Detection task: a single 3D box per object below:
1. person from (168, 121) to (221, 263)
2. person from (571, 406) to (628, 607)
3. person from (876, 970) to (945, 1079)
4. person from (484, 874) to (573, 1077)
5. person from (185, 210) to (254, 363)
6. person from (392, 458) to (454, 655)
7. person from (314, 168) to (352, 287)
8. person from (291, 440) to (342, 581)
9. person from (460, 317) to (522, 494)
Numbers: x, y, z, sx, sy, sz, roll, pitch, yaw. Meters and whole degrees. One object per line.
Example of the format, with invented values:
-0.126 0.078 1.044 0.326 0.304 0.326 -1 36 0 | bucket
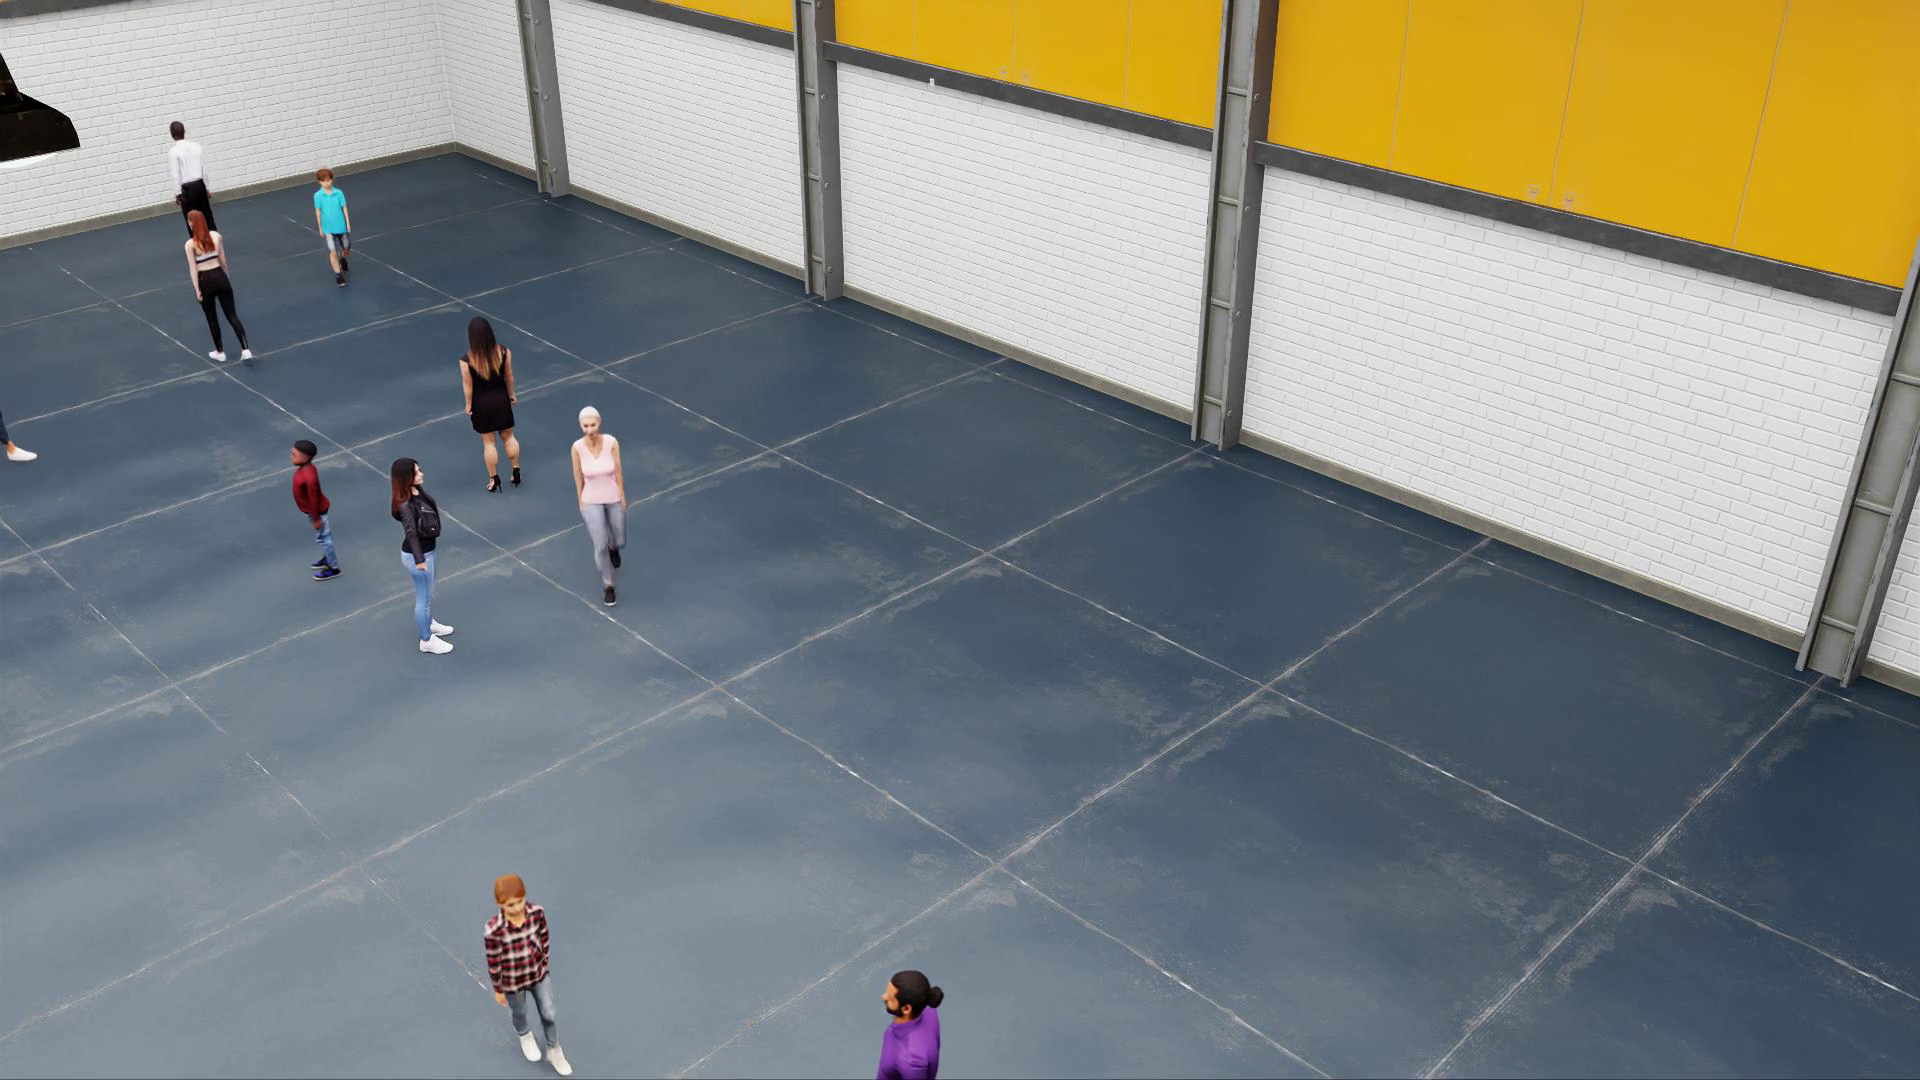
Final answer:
-9.711 -4.385 21.061 0.629 1.836 0.694 15 32 26 | person
-2.962 -0.340 13.778 0.823 1.709 1.004 -8 30 -14 | person
-0.229 2.756 8.041 0.778 1.767 0.722 1 29 1 | person
-2.464 2.365 9.254 0.610 1.292 0.721 -16 33 -27 | person
-8.135 -2.777 18.199 0.807 1.753 0.610 23 36 35 | person
-4.234 0.099 13.052 0.797 1.634 0.687 -6 29 -11 | person
-7.763 -3.901 20.594 0.670 1.434 0.877 -14 31 -23 | person
-5.470 -0.279 14.142 0.628 1.253 0.524 -11 31 -19 | person
-4.344 -1.254 15.444 0.670 1.718 0.626 -20 35 -33 | person
